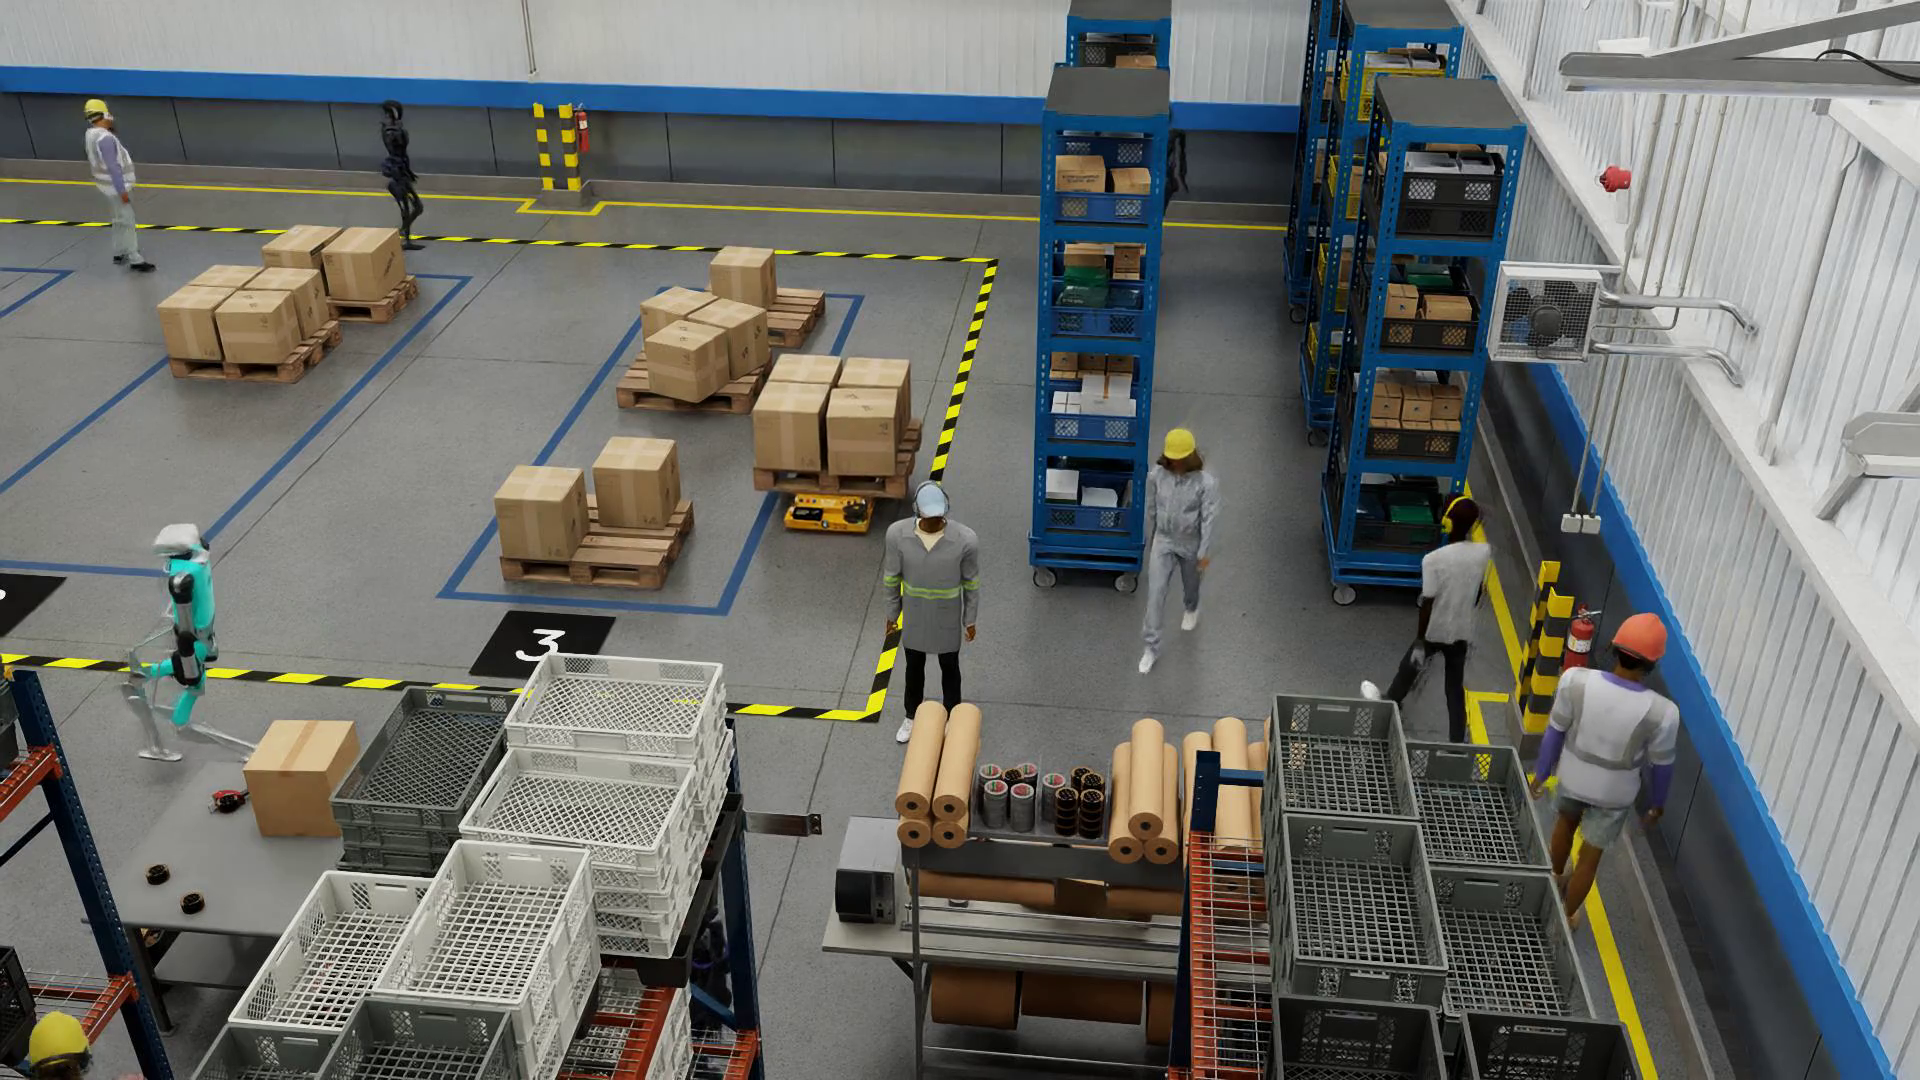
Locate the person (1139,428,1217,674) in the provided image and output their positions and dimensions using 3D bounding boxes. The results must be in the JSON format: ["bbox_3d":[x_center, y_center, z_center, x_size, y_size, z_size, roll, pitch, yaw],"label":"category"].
[{"bbox_3d":[1.480,-0.010,11.262,0.490,1.698,0.875,10,32,17],"label":"person"}]

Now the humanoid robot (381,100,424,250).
[{"bbox_3d":[-6.106,-3.958,18.069,0.375,1.642,0.610,-2,30,-3],"label":"humanoid robot"}]

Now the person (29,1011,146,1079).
[{"bbox_3d":[-3.406,2.603,6.755,0.564,1.720,0.733,-16,34,-26],"label":"person"}]

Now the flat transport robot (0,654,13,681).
[{"bbox_3d":[-7.142,0.969,11.010,1.431,0.231,0.659,3,30,6],"label":"flat transport robot"}]

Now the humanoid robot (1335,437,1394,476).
[{"bbox_3d":[3.265,-1.035,13.041,1.039,1.773,0.542,-21,36,-31],"label":"humanoid robot"}]

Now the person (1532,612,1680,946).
[{"bbox_3d":[3.447,1.220,8.830,0.641,2.024,0.740,21,36,31],"label":"person"}]

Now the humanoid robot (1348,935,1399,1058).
[{"bbox_3d":[1.858,2.280,7.385,0.713,1.626,0.610,-19,35,-29],"label":"humanoid robot"}]

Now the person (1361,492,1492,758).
[{"bbox_3d":[2.919,0.513,10.236,0.556,1.820,0.966,-10,32,-17],"label":"person"}]

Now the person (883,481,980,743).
[{"bbox_3d":[-0.182,0.466,10.297,0.597,1.851,0.381,4,31,8],"label":"person"}]

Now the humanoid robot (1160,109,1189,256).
[{"bbox_3d":[2.220,-3.863,17.939,0.589,1.630,0.749,-10,32,-17],"label":"humanoid robot"}]

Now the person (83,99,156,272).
[{"bbox_3d":[-8.931,-3.733,17.591,0.406,1.783,0.689,-21,36,-32],"label":"person"}]

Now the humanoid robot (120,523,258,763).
[{"bbox_3d":[-4.793,0.717,10.035,1.047,1.752,0.540,-5,31,-9],"label":"humanoid robot"}]

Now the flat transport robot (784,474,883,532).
[{"bbox_3d":[-0.970,-0.511,13.524,0.652,0.197,1.431,3,30,6],"label":"flat transport robot"}]

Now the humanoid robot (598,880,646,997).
[{"bbox_3d":[-1.594,1.834,8.113,0.345,1.650,0.587,-26,39,-37],"label":"humanoid robot"}]

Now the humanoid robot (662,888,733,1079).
[{"bbox_3d":[-1.256,2.029,7.780,0.339,1.654,0.600,-23,37,-33],"label":"humanoid robot"}]
